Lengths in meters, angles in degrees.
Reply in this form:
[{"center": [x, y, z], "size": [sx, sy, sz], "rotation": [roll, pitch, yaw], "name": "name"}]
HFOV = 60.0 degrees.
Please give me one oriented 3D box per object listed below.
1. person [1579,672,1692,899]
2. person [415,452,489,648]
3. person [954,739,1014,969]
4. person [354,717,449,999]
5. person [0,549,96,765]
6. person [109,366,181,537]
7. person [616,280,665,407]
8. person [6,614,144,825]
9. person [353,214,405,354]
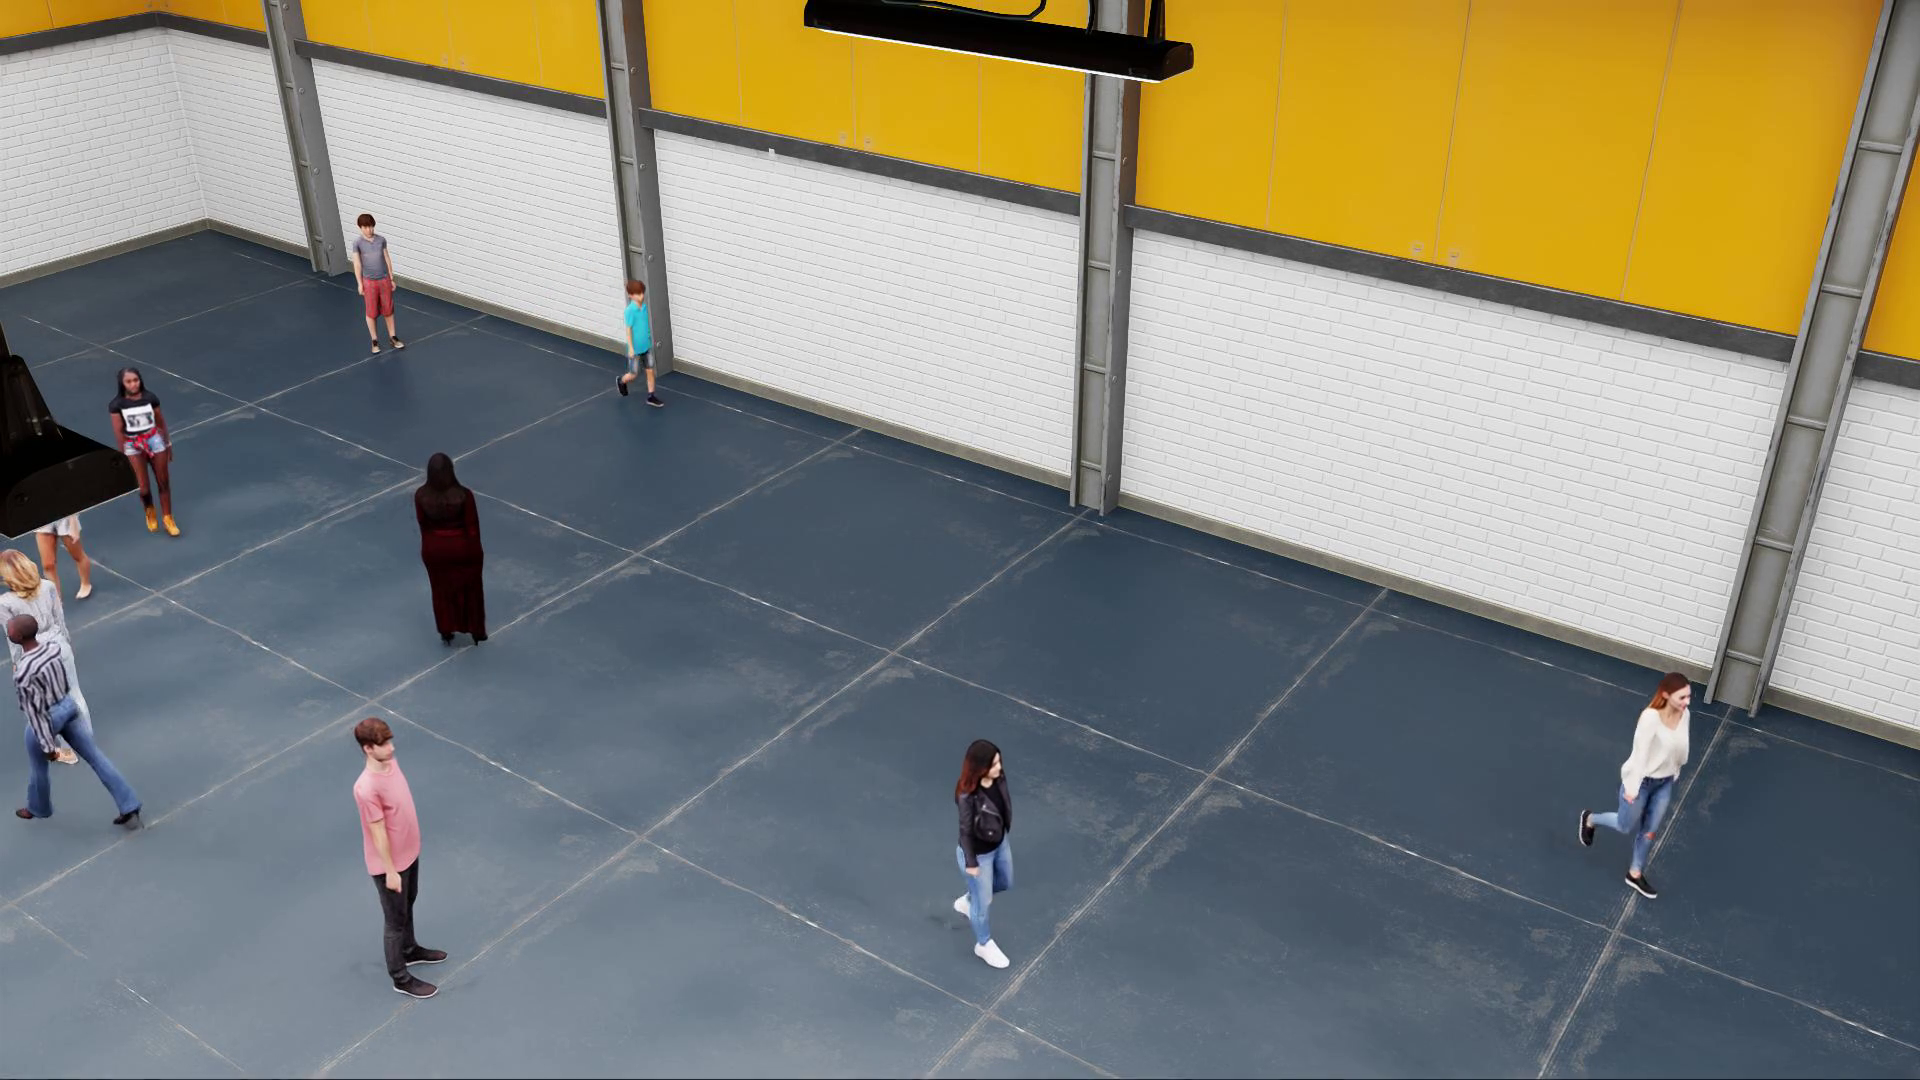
[{"center": [4.544, 1.584, 11.142], "size": [0.907, 1.677, 1.031], "rotation": [-11, 31, -19], "name": "person"}, {"center": [-4.216, 0.091, 13.794], "size": [0.769, 1.758, 0.847], "rotation": [-1, 29, -3], "name": "person"}, {"center": [0.110, 1.940, 10.540], "size": [0.739, 1.629, 0.633], "rotation": [20, 34, 32], "name": "person"}, {"center": [-3.488, 1.924, 10.225], "size": [0.737, 1.959, 0.709], "rotation": [-1, 29, -2], "name": "person"}, {"center": [-6.791, 0.859, 12.349], "size": [0.515, 1.794, 0.592], "rotation": [20, 35, 32], "name": "person"}, {"center": [-7.648, -0.845, 15.558], "size": [0.677, 1.712, 0.724], "rotation": [-21, 35, -33], "name": "person"}, {"center": [-3.574, -2.163, 18.263], "size": [0.812, 1.436, 0.527], "rotation": [19, 34, 31], "name": "person"}, {"center": [-6.190, 1.313, 11.578], "size": [1.280, 1.736, 1.032], "rotation": [3, 29, 6], "name": "person"}, {"center": [-6.918, -3.065, 19.692], "size": [0.665, 1.651, 0.653], "rotation": [-17, 33, -28], "name": "person"}]
